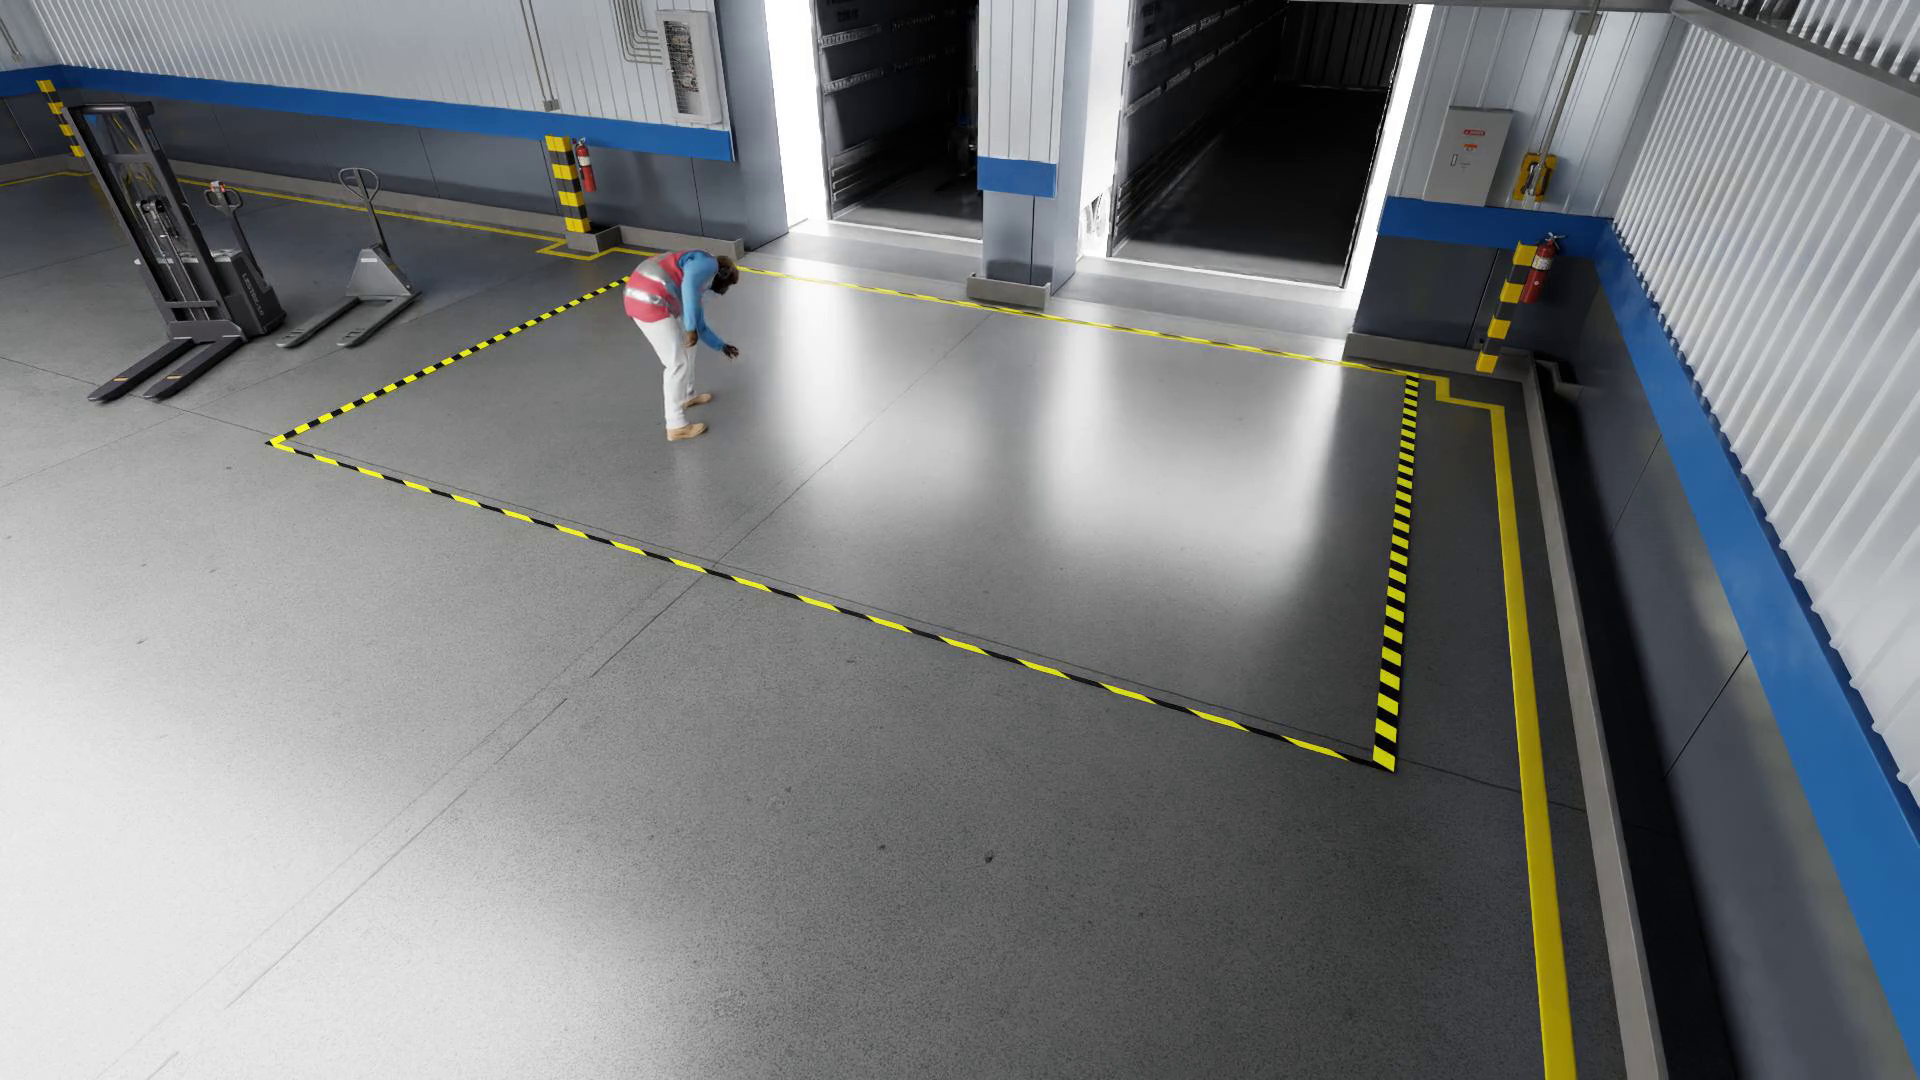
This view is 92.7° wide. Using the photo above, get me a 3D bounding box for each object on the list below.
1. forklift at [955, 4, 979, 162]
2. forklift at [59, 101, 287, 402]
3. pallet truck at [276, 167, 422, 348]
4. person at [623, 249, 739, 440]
[{"bbox_3d":[0.841,-6.612,13.165,1.157,2.036,2.680,13,37,18],"label":"forklift"},{"bbox_3d":[-6.686,-2.387,7.434,0.823,1.965,1.885,-3,35,-5],"label":"forklift"},{"bbox_3d":[-5.732,-2.611,8.414,0.680,1.201,1.601,-1,35,-1],"label":"pallet truck"},{"bbox_3d":[-1.995,-1.521,6.862,0.871,1.275,0.869,-12,37,-17],"label":"person"}]
